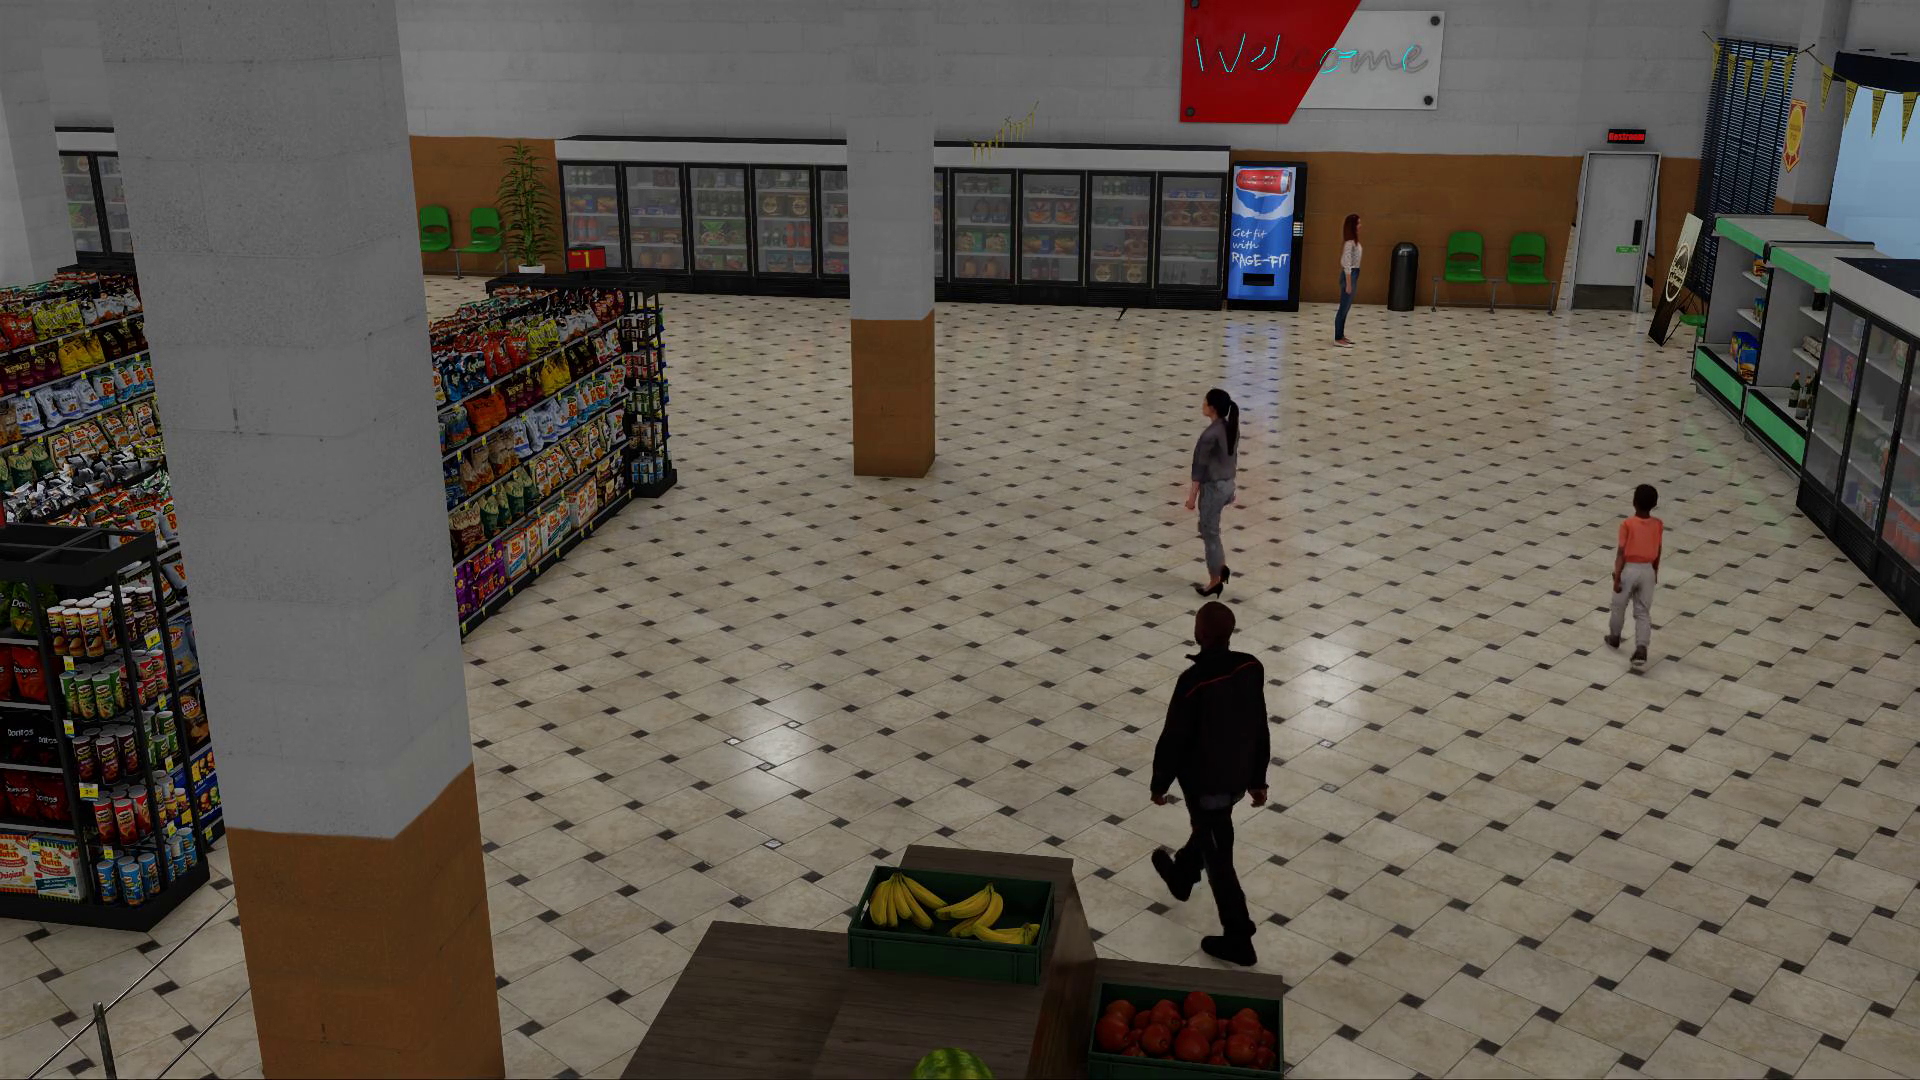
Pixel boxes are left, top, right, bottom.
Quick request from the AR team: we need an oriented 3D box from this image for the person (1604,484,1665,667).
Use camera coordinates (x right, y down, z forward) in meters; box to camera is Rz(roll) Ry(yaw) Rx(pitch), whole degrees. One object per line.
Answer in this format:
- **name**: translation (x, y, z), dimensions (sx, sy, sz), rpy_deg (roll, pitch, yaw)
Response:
- **person**: translation (4.782, 0.261, 11.697), dimensions (0.524, 1.293, 0.910), rpy_deg (2, 19, 6)

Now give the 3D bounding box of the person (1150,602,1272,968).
- **person**: translation (1.308, 1.212, 8.107), dimensions (1.182, 1.785, 1.281), rpy_deg (-11, 22, -29)

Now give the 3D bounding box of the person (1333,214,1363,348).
- **person**: translation (5.132, -3.437, 21.984), dimensions (0.674, 1.728, 0.487), rpy_deg (7, 20, 19)

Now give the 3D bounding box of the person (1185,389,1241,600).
- **person**: translation (2.040, -0.327, 12.856), dimensions (0.767, 1.668, 0.659), rpy_deg (14, 23, 36)
